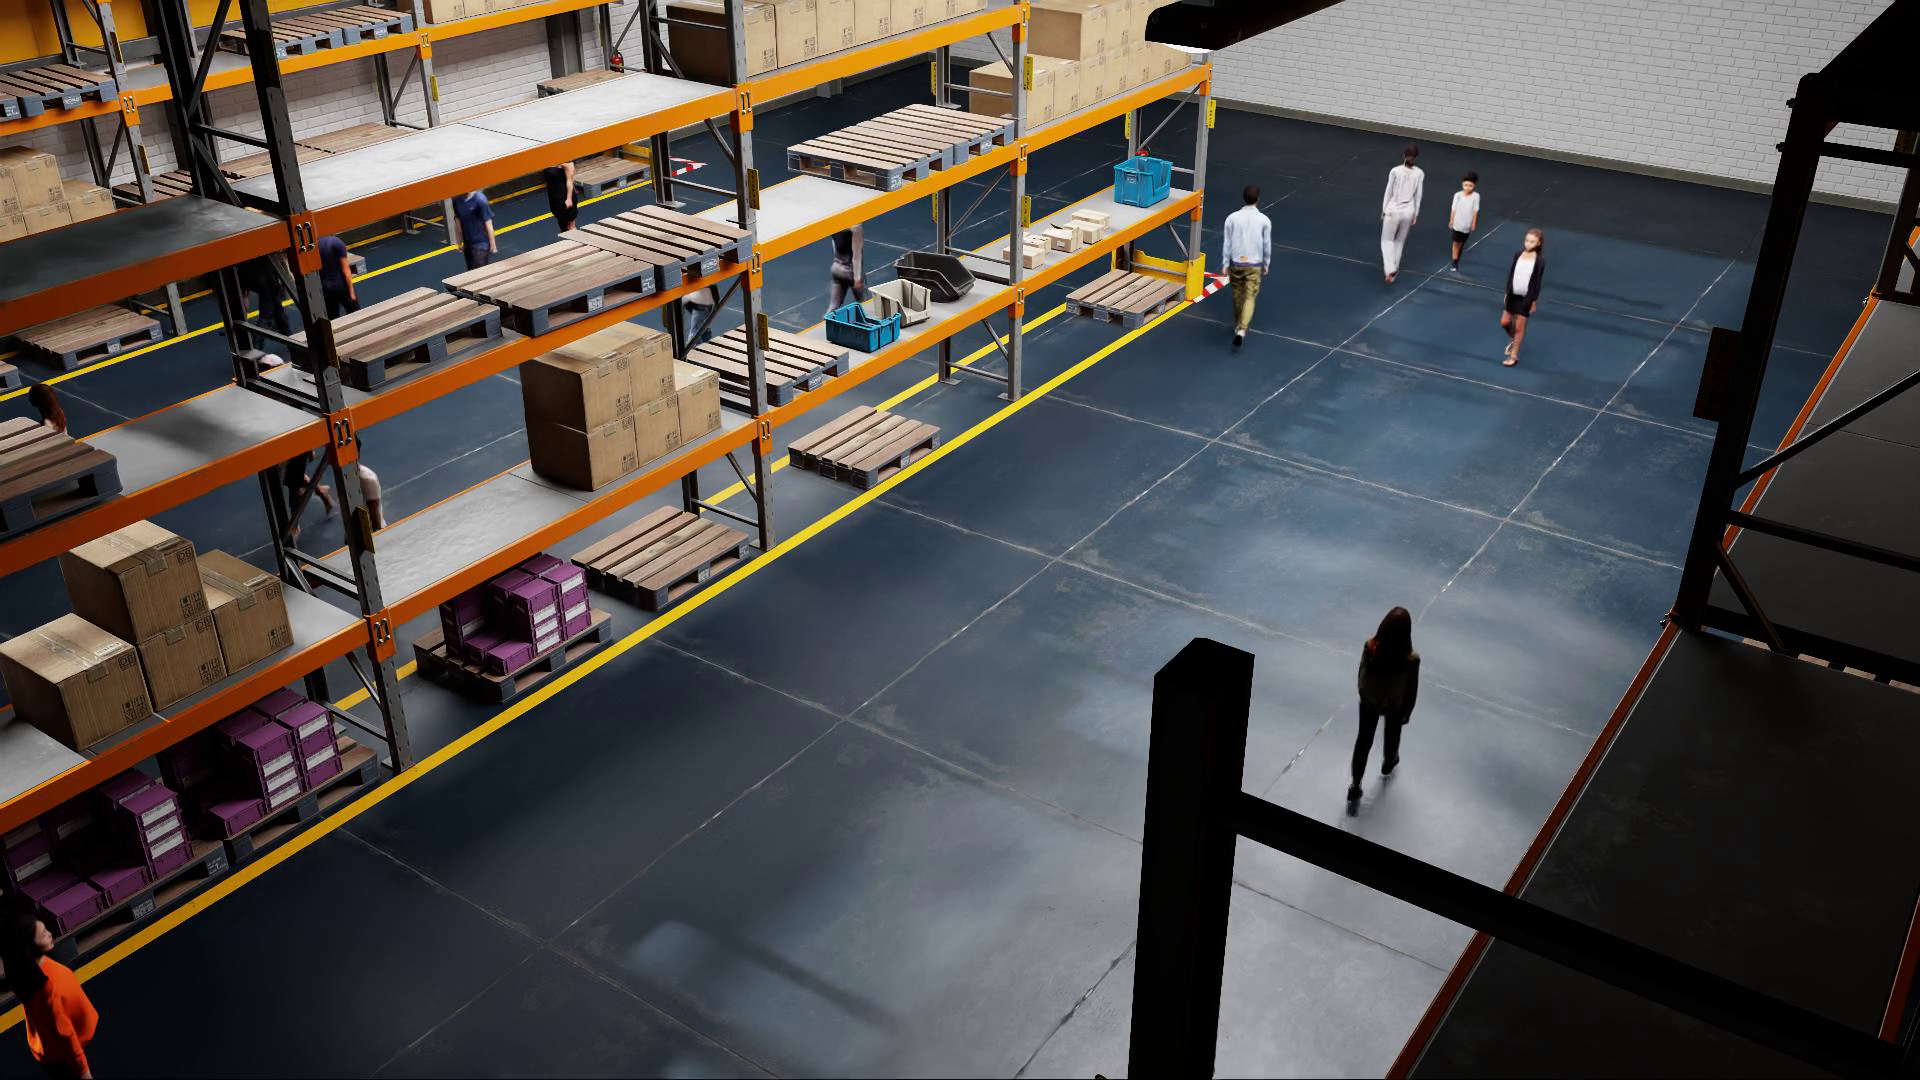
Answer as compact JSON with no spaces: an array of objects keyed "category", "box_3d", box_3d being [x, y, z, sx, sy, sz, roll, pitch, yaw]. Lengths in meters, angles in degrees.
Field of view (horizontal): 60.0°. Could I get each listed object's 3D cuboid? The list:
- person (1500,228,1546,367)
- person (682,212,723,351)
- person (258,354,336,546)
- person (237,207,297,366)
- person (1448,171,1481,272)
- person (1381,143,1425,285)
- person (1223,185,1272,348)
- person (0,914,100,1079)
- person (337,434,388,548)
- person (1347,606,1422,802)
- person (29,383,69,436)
[{"category":"person","box_3d":[6.229,-2.705,18.331,0.679,1.551,0.602,-25,37,-38]},{"category":"person","box_3d":[-2.862,-2.540,17.764,0.723,1.804,1.195,21,35,33]},{"category":"person","box_3d":[-5.894,-0.841,14.733,0.859,1.725,1.140,9,30,15]},{"category":"person","box_3d":[-7.687,-2.773,18.232,0.764,1.767,1.216,14,32,25]},{"category":"person","box_3d":[6.429,-4.101,21.217,0.715,1.238,0.965,6,29,12]},{"category":"person","box_3d":[5.421,-3.958,20.416,0.842,1.755,0.970,1,29,3]},{"category":"person","box_3d":[3.208,-3.054,18.730,0.921,1.783,1.207,8,30,15]},{"category":"person","box_3d":[-4.542,2.589,8.420,0.623,1.749,0.668,-24,36,-36]},{"category":"person","box_3d":[-4.734,-0.113,13.414,0.650,1.709,0.738,16,32,27]},{"category":"person","box_3d":[2.866,1.142,11.389,0.660,1.445,0.994,14,32,24]},{"category":"person","box_3d":[-7.946,-0.701,14.728,0.665,1.484,0.615,-6,29,-11]}]
